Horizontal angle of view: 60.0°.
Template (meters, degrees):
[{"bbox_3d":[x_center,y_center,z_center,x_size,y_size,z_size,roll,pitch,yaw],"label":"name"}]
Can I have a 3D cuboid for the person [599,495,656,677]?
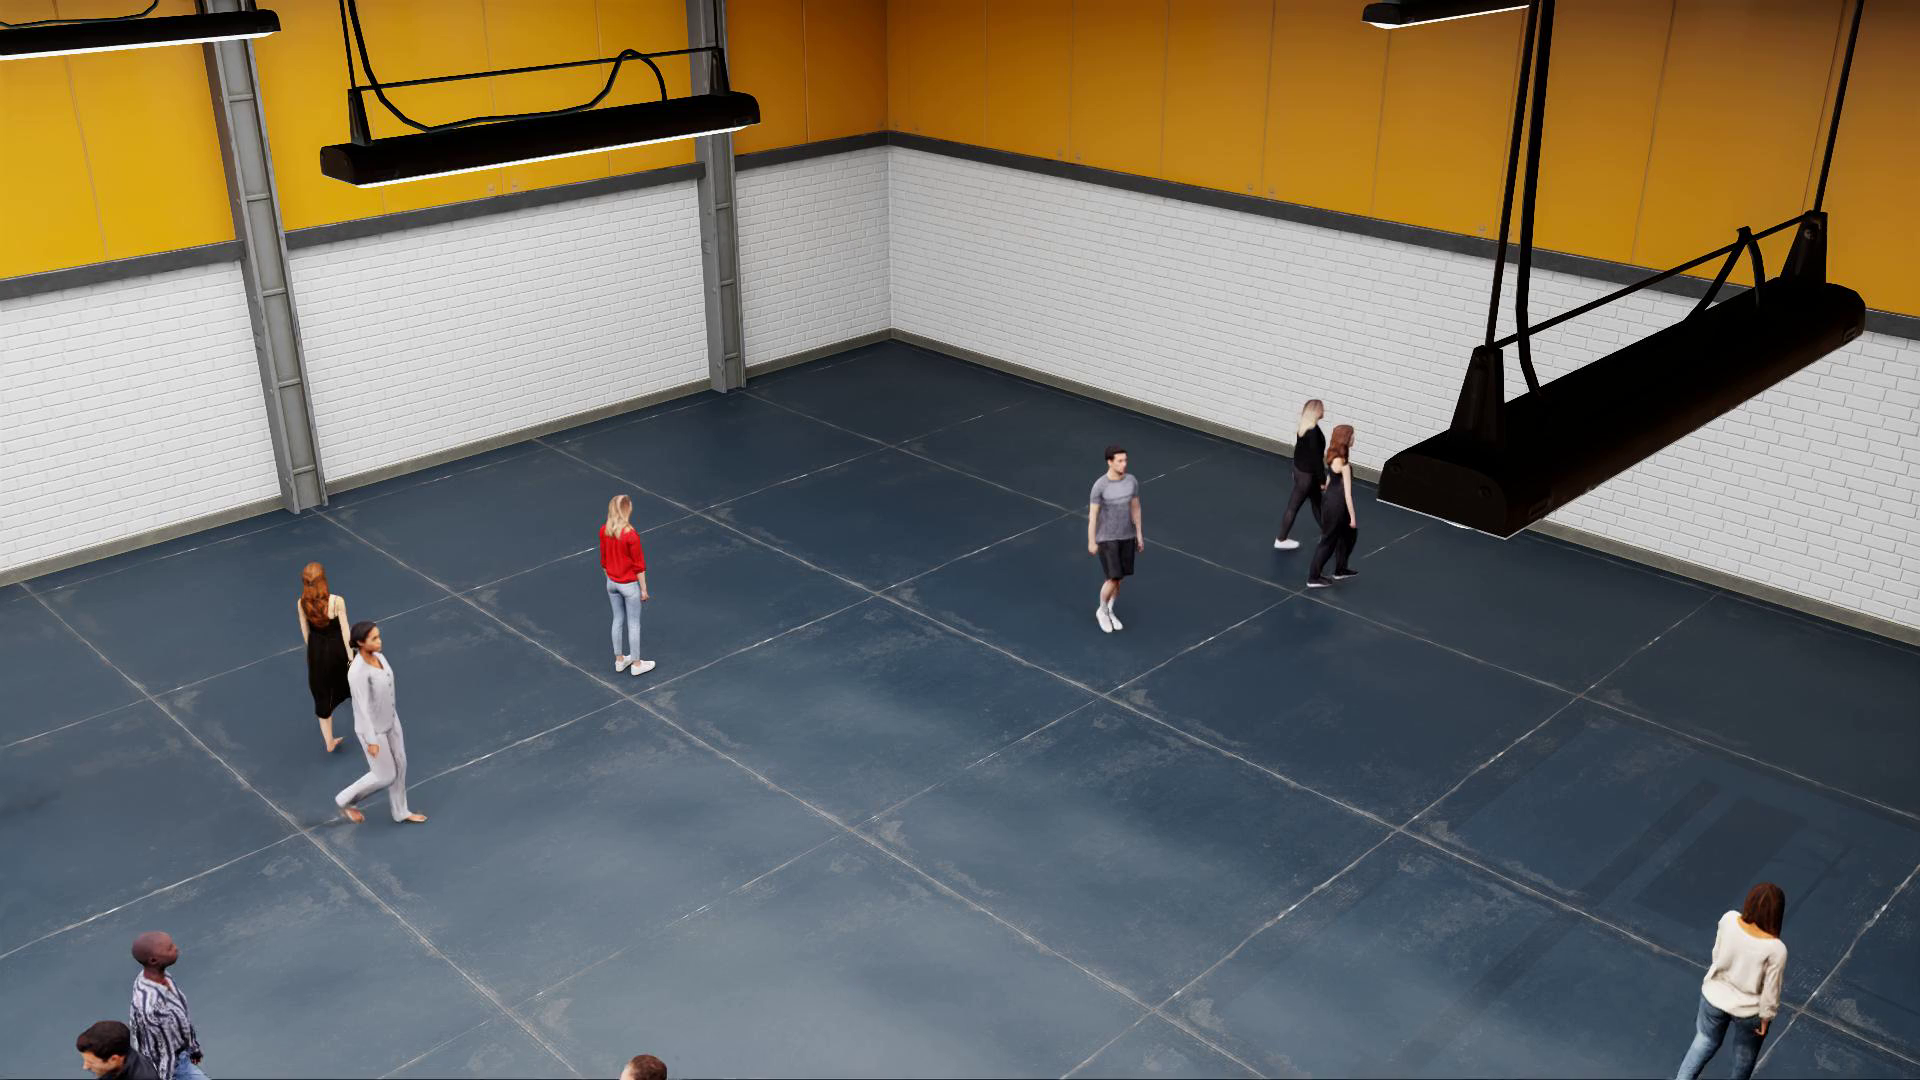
[{"bbox_3d":[-3.011,0.397,14.912,0.674,1.702,0.607,13,27,27],"label":"person"}]

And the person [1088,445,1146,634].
[{"bbox_3d":[1.411,-0.050,15.739,0.722,1.860,0.809,-13,27,-28],"label":"person"}]

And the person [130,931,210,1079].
[{"bbox_3d":[-4.379,2.933,9.030,0.981,1.768,0.808,-13,27,-27],"label":"person"}]

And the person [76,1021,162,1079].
[{"bbox_3d":[-4.050,3.158,8.319,0.722,1.924,0.820,-16,28,-32],"label":"person"}]

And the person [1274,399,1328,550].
[{"bbox_3d":[3.516,-0.652,17.372,1.110,1.655,1.033,-1,24,-2],"label":"person"}]

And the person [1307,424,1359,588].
[{"bbox_3d":[3.637,-0.316,16.518,0.934,1.724,0.852,-3,24,-8],"label":"person"}]

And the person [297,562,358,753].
[{"bbox_3d":[-5.228,0.998,13.693,1.056,1.579,1.077,-1,24,-2],"label":"person"}]

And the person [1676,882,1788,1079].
[{"bbox_3d":[4.457,2.714,9.666,0.997,1.660,0.719,-15,28,-31],"label":"person"}]

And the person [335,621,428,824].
[{"bbox_3d":[-4.486,1.402,12.590,0.970,1.722,0.932,2,24,5],"label":"person"}]
